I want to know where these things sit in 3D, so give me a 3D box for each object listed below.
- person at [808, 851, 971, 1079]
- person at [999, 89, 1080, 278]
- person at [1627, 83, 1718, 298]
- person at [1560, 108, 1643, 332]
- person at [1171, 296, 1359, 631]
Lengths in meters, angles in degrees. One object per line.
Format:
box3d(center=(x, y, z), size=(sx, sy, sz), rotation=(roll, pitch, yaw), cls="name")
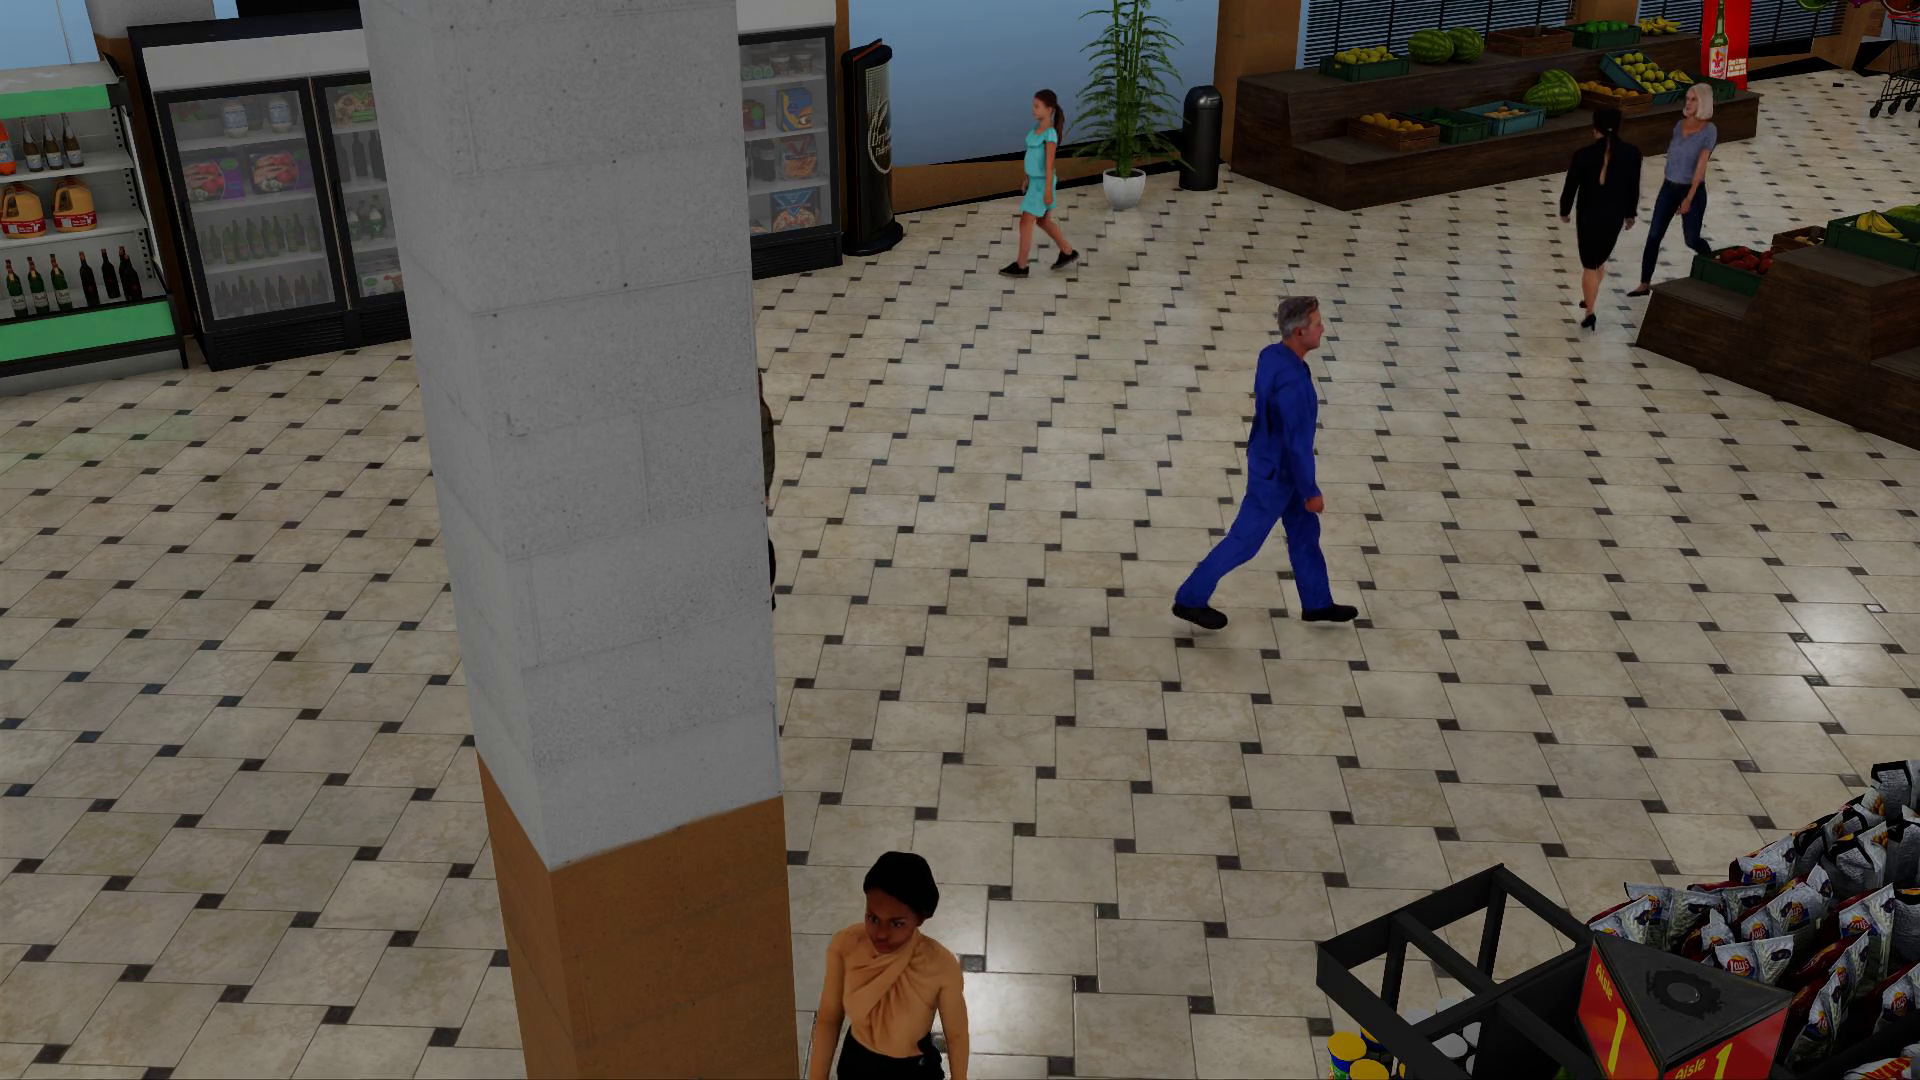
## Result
box3d(center=(-0.162, 1.555, 4.823), size=(0.921, 1.609, 1.095), rotation=(13, 30, 24), cls="person")
box3d(center=(0.727, -2.952, 13.789), size=(1.012, 1.538, 0.779), rotation=(-4, 27, -7), cls="person")
box3d(center=(5.819, -2.750, 13.217), size=(1.060, 1.695, 0.564), rotation=(-14, 30, -25), cls="person")
box3d(center=(4.823, -2.375, 12.527), size=(0.936, 1.651, 0.987), rotation=(3, 27, 5), cls="person")
box3d(center=(1.491, -0.317, 8.323), size=(1.321, 1.781, 1.185), rotation=(3, 27, 6), cls="person")
